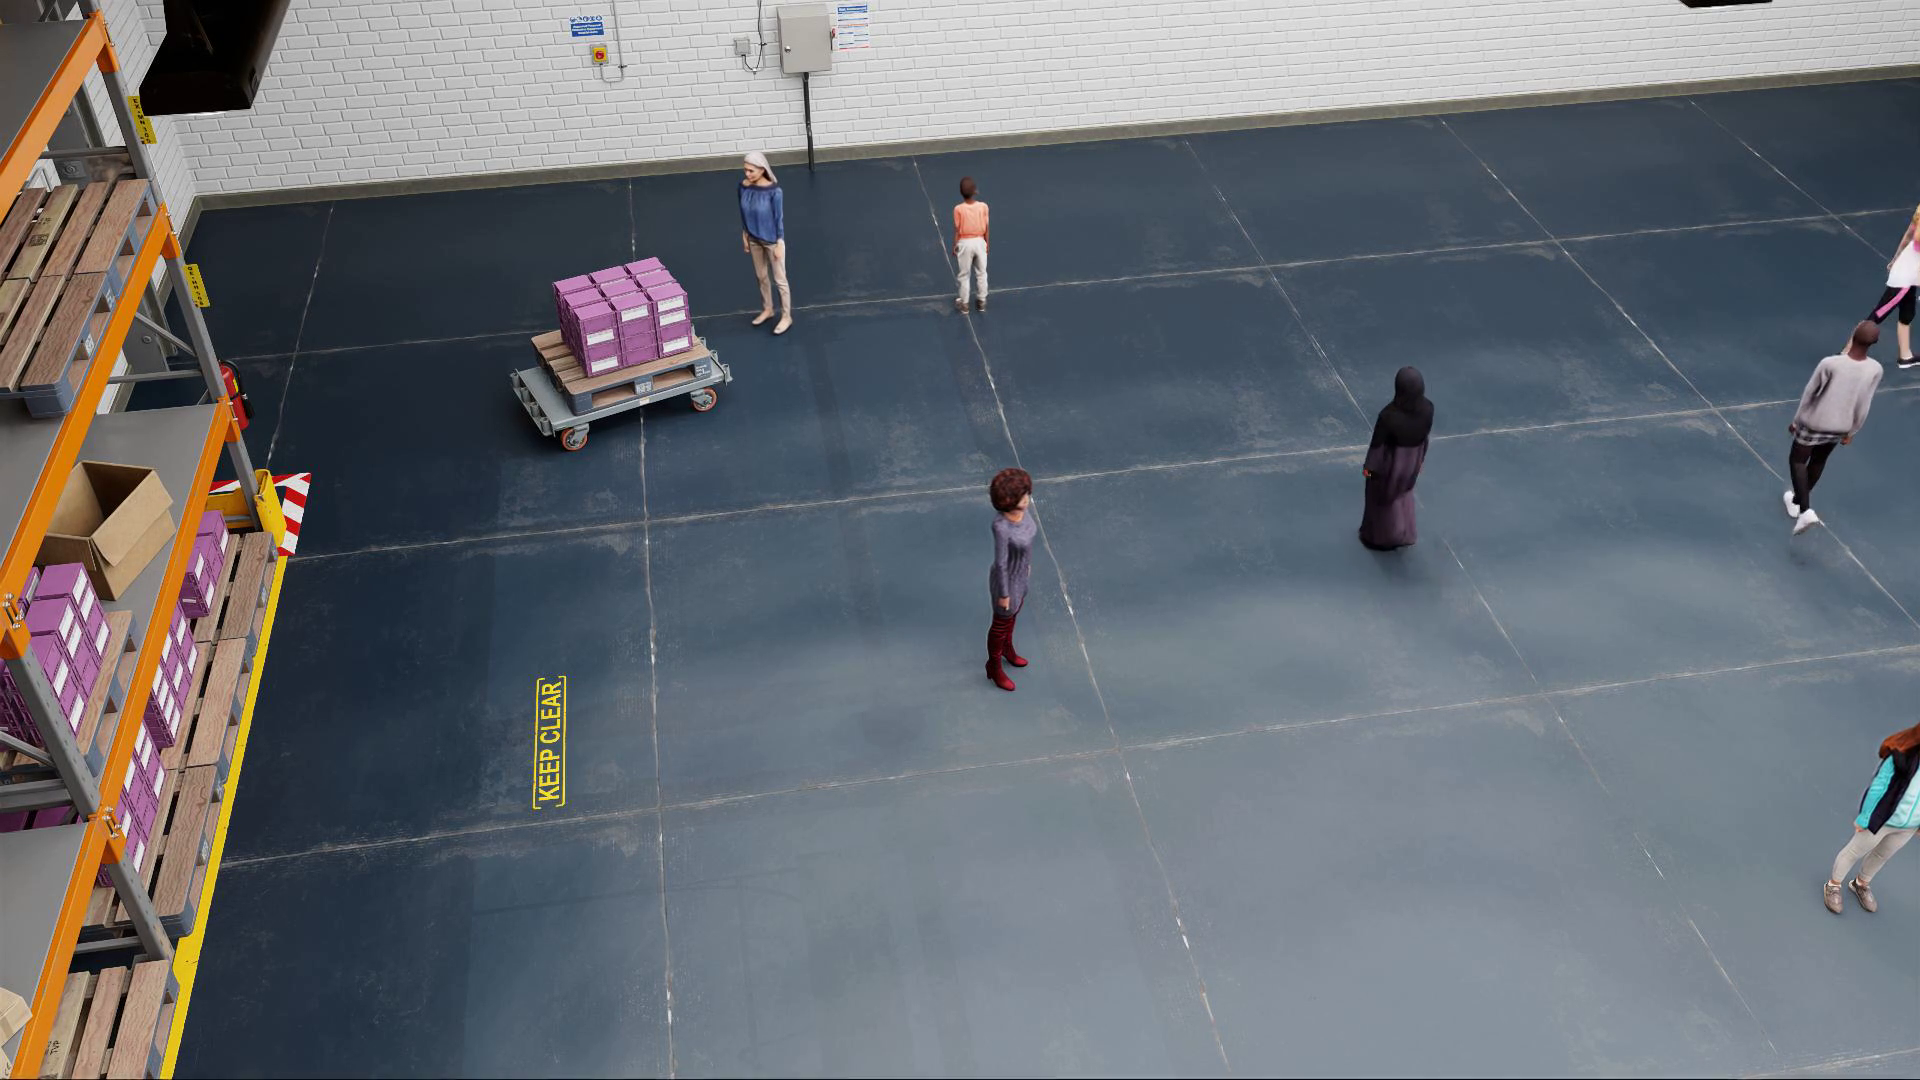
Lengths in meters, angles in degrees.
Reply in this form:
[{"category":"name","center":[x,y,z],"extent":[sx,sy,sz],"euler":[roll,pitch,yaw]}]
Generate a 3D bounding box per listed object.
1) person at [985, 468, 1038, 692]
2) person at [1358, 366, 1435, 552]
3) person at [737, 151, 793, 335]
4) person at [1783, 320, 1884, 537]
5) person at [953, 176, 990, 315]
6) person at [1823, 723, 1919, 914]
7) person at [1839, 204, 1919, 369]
[{"category":"person","center":[0.329,0.245,11.012],"extent":[0.728,1.710,0.624],"euler":[15,41,18]},{"category":"person","center":[3.195,-0.539,12.077],"extent":[0.647,1.607,0.786],"euler":[-9,39,-11]},{"category":"person","center":[-1.704,-2.641,14.634],"extent":[0.714,1.699,0.755],"euler":[19,42,22]},{"category":"person","center":[6.412,-0.801,12.284],"extent":[0.807,1.757,1.049],"euler":[5,39,7]},{"category":"person","center":[0.105,-2.656,14.965],"extent":[0.472,1.309,0.459],"euler":[-6,39,-8]},{"category":"person","center":[5.346,1.567,9.526],"extent":[0.609,1.499,0.613],"euler":[-1,39,-1]},{"category":"person","center":[7.848,-2.188,14.021],"extent":[0.979,1.756,1.046],"euler":[10,40,12]}]
